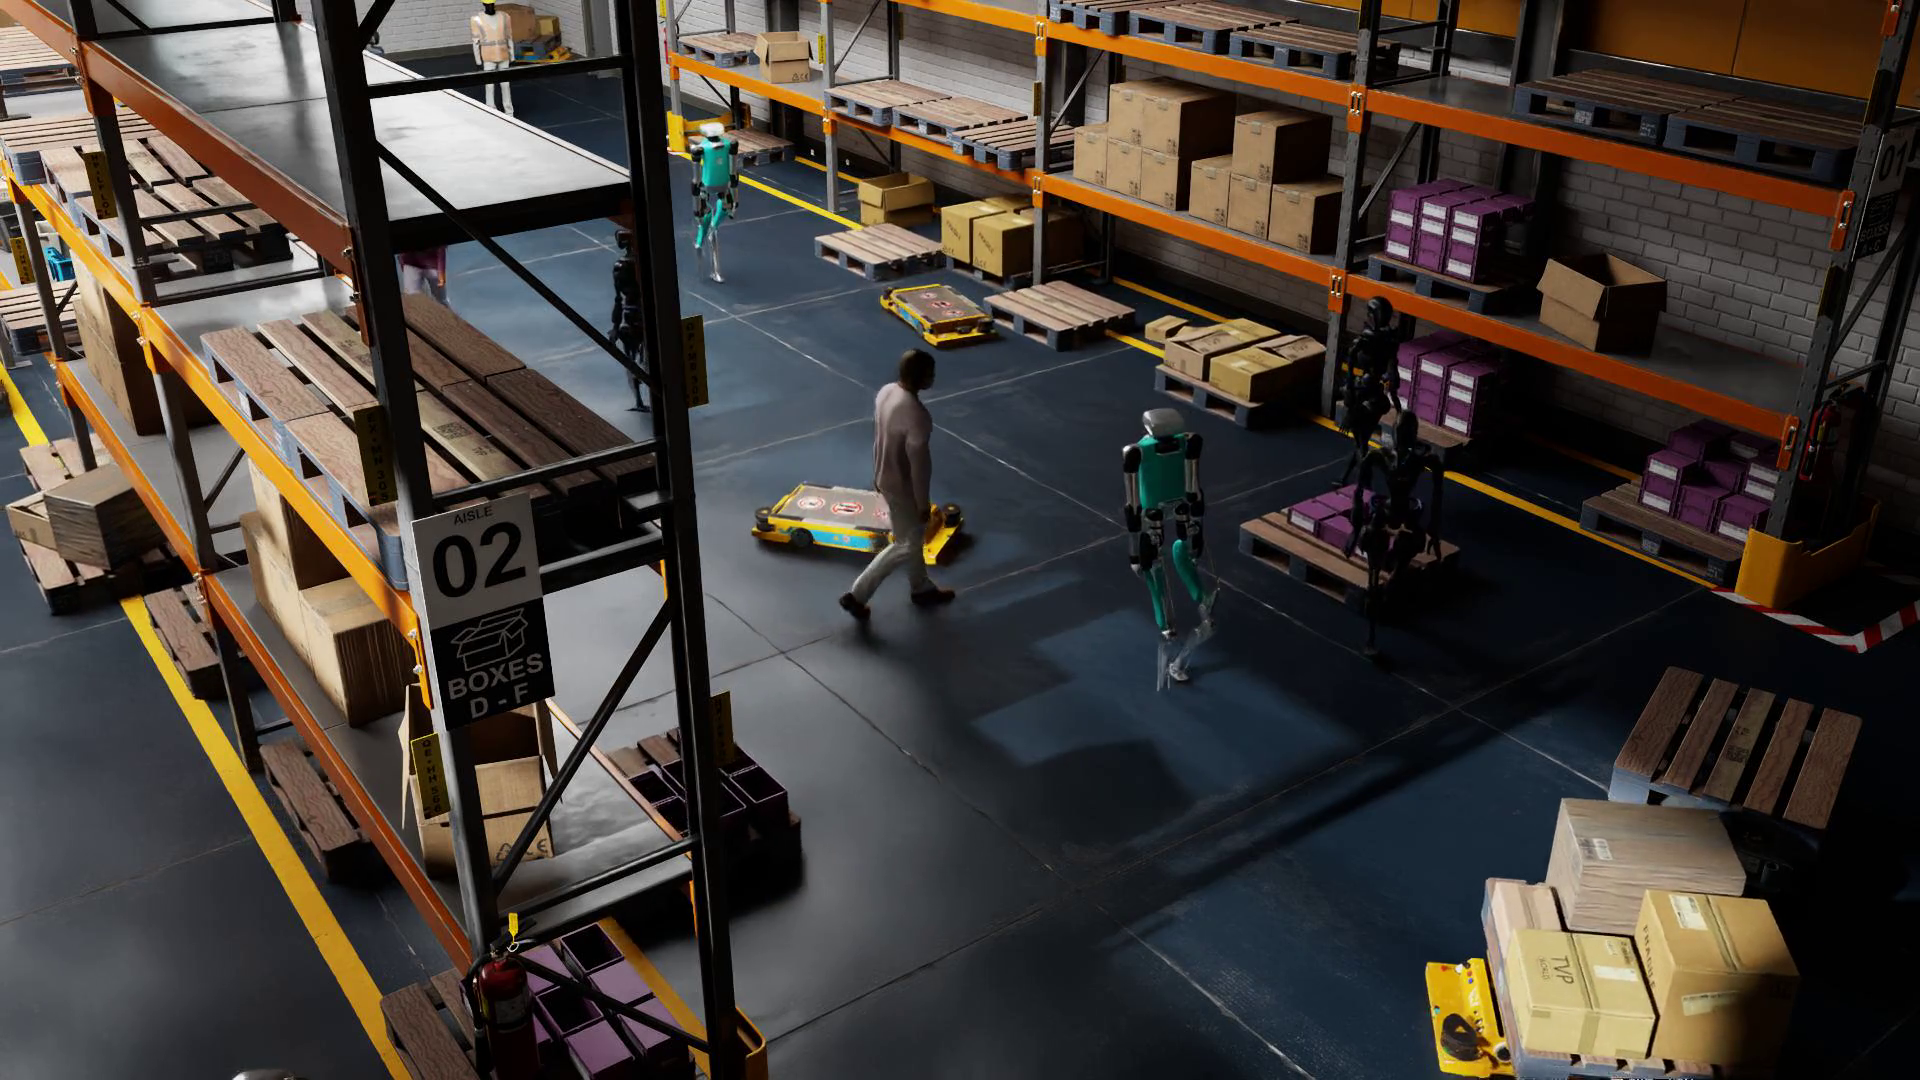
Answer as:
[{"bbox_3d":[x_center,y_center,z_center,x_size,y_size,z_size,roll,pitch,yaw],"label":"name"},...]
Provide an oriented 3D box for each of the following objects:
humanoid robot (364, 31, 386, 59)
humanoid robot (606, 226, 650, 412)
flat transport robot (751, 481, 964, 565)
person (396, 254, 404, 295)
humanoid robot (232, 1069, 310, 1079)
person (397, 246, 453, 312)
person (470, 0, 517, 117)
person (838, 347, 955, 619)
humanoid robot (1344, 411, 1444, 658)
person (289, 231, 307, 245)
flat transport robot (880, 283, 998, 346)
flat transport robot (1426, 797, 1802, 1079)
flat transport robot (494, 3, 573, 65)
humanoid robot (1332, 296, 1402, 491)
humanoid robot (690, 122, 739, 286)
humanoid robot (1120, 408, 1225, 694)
[{"bbox_3d":[-7.815,-6.105,22.591,0.722,1.634,0.589,3,27,5],"label":"humanoid robot"},{"bbox_3d":[-2.738,-1.872,14.151,0.442,1.646,0.587,7,28,14],"label":"humanoid robot"},{"bbox_3d":[-0.749,-0.128,12.243,1.431,0.231,0.659,8,28,16],"label":"flat transport robot"},{"bbox_3d":[-5.710,-3.277,16.795,0.631,1.808,0.889,1,27,1],"label":"person"},{"bbox_3d":[-2.416,2.503,5.452,0.806,1.849,0.530,-3,27,-7],"label":"humanoid robot"},{"bbox_3d":[-4.909,-2.490,15.128,0.496,1.904,0.987,-1,27,-2],"label":"person"},{"bbox_3d":[-6.694,-6.954,23.976,0.594,1.925,0.369,-15,31,-28],"label":"person"},{"bbox_3d":[-0.438,-0.344,10.867,0.793,1.908,0.650,-8,28,-16],"label":"person"},{"bbox_3d":[2.782,-0.066,10.611,0.609,1.624,0.785,4,27,7],"label":"humanoid robot"},{"bbox_3d":[-6.742,-3.007,16.473,0.511,1.614,0.568,-22,34,-37],"label":"person"},{"bbox_3d":[-0.224,-2.253,16.468,0.659,0.231,1.431,-12,29,-22],"label":"flat transport robot"},{"bbox_3d":[2.901,2.208,7.595,1.431,0.231,0.659,4,27,7],"label":"flat transport robot"},{"bbox_3d":[-7.384,-8.333,28.563,1.431,0.231,0.659,1,27,2],"label":"flat transport robot"},{"bbox_3d":[3.127,-1.035,12.502,0.606,1.639,0.676,-18,32,-32],"label":"humanoid robot"},{"bbox_3d":[-2.627,-3.452,17.335,0.543,1.875,0.756,-18,32,-32],"label":"humanoid robot"},{"bbox_3d":[1.329,0.172,10.131,0.547,1.885,0.759,-11,29,-21],"label":"humanoid robot"}]
